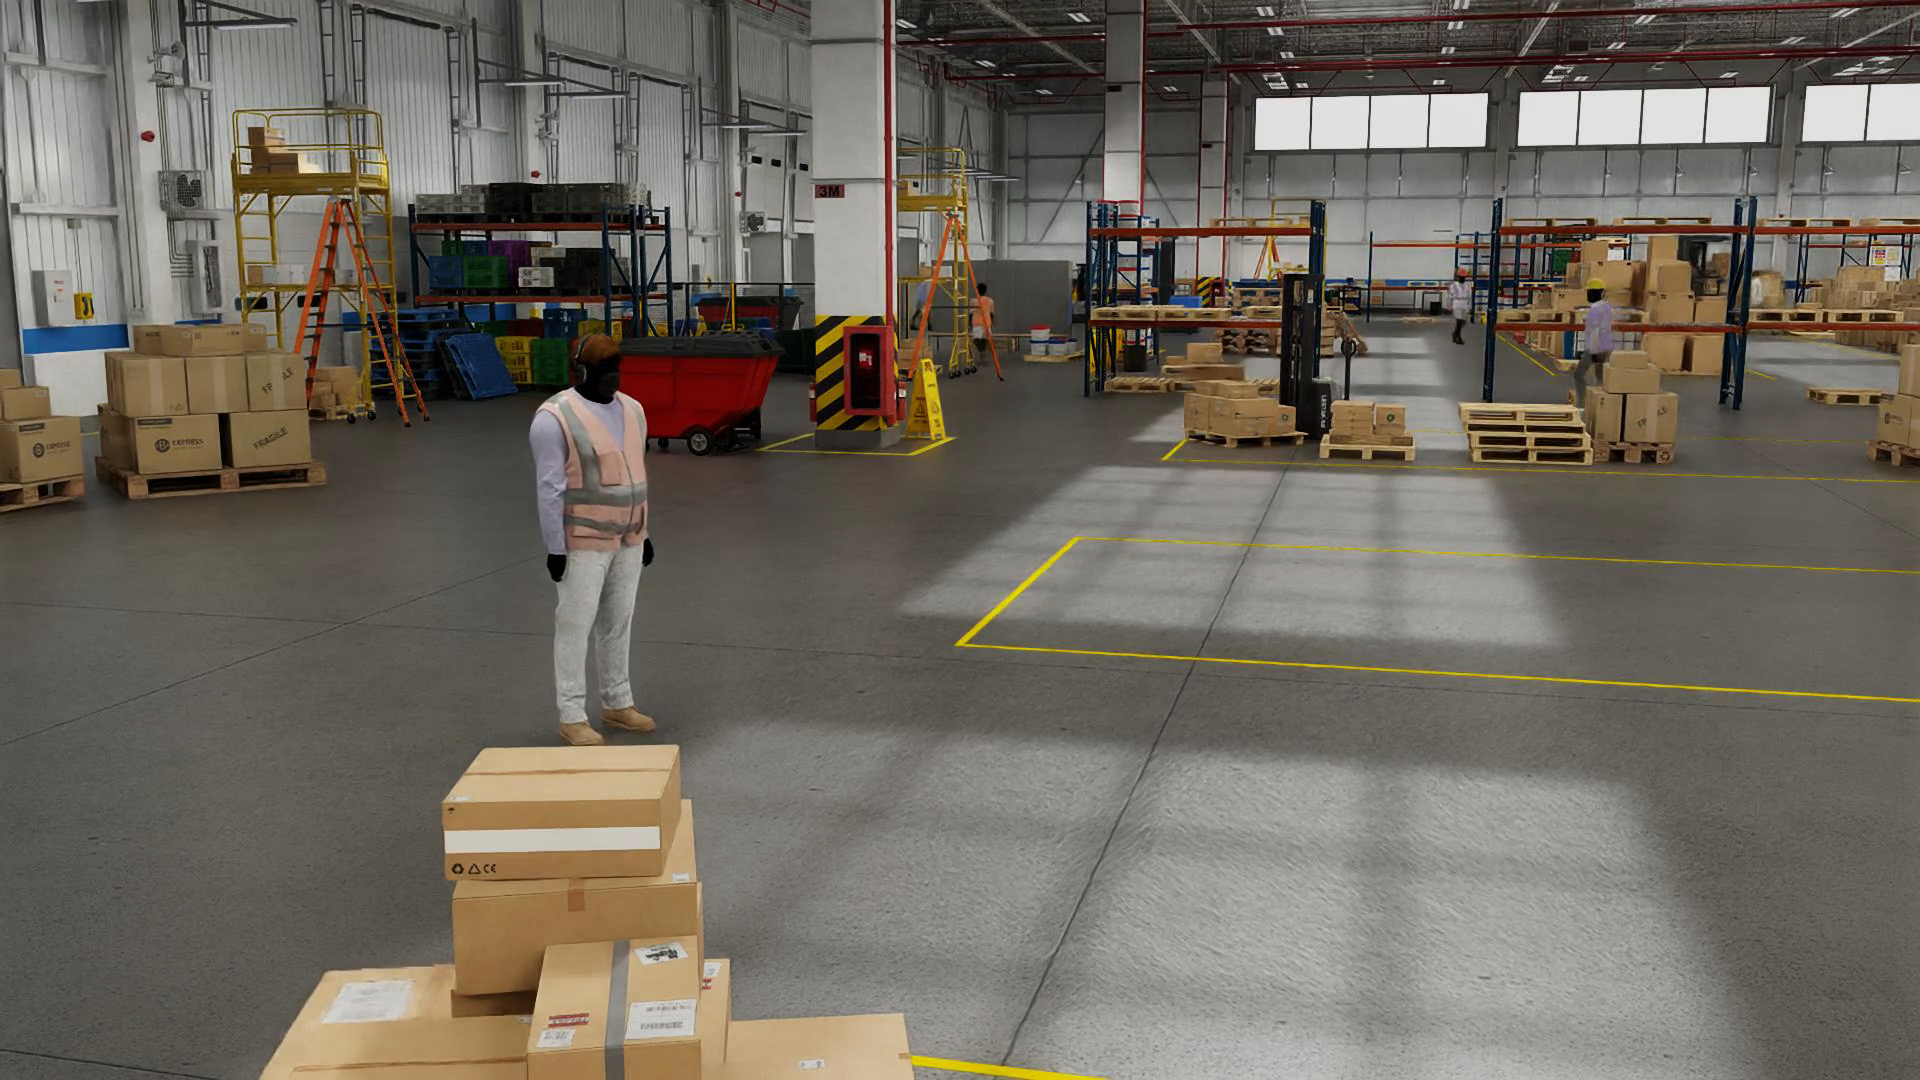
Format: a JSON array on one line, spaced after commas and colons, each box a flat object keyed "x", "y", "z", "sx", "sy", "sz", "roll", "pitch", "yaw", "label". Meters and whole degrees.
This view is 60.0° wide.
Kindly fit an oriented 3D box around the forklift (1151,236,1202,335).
[{"x": 5.866, "y": -7.214, "z": 46.878, "sx": 1.873, "sy": 2.768, "sz": 1.129, "roll": 2, "pitch": 10, "yaw": 14, "label": "forklift"}]

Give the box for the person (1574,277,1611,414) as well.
[{"x": 8.719, "y": -2.670, "z": 23.013, "sx": 0.758, "sy": 1.901, "sz": 0.607, "roll": 8, "pitch": 13, "yaw": 40, "label": "person"}]

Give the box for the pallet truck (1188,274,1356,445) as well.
[{"x": 3.653, "y": -2.138, "z": 19.590, "sx": 1.885, "sy": 1.965, "sz": 0.823, "roll": -4, "pitch": 10, "yaw": -20, "label": "pallet truck"}]

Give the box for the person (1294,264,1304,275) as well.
[{"x": 12.935, "y": -9.589, "z": 63.691, "sx": 0.414, "sy": 1.916, "sz": 0.653, "roll": 0, "pitch": 10, "yaw": -2, "label": "person"}]

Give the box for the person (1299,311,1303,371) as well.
[{"x": 6.755, "y": -4.113, "z": 31.985, "sx": 0.485, "sy": 1.739, "sz": 0.319, "roll": -8, "pitch": 13, "yaw": -40, "label": "person"}]

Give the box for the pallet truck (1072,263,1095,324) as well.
[{"x": 4.325, "y": -8.180, "z": 55.162, "sx": 0.823, "sy": 1.965, "sz": 1.885, "roll": 6, "pitch": 11, "yaw": 31, "label": "pallet truck"}]

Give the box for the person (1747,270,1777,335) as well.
[{"x": 22.546, "y": -6.671, "z": 46.812, "sx": 0.649, "sy": 1.841, "sz": 1.200, "roll": -5, "pitch": 11, "yaw": -25, "label": "person"}]

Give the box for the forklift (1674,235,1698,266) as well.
[{"x": 21.261, "y": -7.558, "z": 48.905, "sx": 1.129, "sy": 2.768, "sz": 1.873, "roll": -8, "pitch": 13, "yaw": -40, "label": "forklift"}]

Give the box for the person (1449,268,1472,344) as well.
[{"x": 12.594, "y": -5.893, "z": 41.945, "sx": 0.562, "sy": 1.916, "sz": 0.712, "roll": -1, "pitch": 10, "yaw": -8, "label": "person"}]

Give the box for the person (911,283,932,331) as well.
[{"x": -1.069, "y": -7.178, "z": 49.591, "sx": 0.484, "sy": 1.910, "sz": 0.648, "roll": -7, "pitch": 12, "yaw": -35, "label": "person"}]

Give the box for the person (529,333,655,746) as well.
[{"x": -1.610, "y": -0.002, "z": 7.472, "sx": 0.429, "sy": 1.842, "sz": 0.630, "roll": 7, "pitch": 12, "yaw": 34, "label": "person"}]

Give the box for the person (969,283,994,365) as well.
[{"x": 0.449, "y": -4.339, "z": 33.490, "sx": 0.541, "sy": 1.682, "sz": 0.617, "roll": -3, "pitch": 10, "yaw": -19, "label": "person"}]
